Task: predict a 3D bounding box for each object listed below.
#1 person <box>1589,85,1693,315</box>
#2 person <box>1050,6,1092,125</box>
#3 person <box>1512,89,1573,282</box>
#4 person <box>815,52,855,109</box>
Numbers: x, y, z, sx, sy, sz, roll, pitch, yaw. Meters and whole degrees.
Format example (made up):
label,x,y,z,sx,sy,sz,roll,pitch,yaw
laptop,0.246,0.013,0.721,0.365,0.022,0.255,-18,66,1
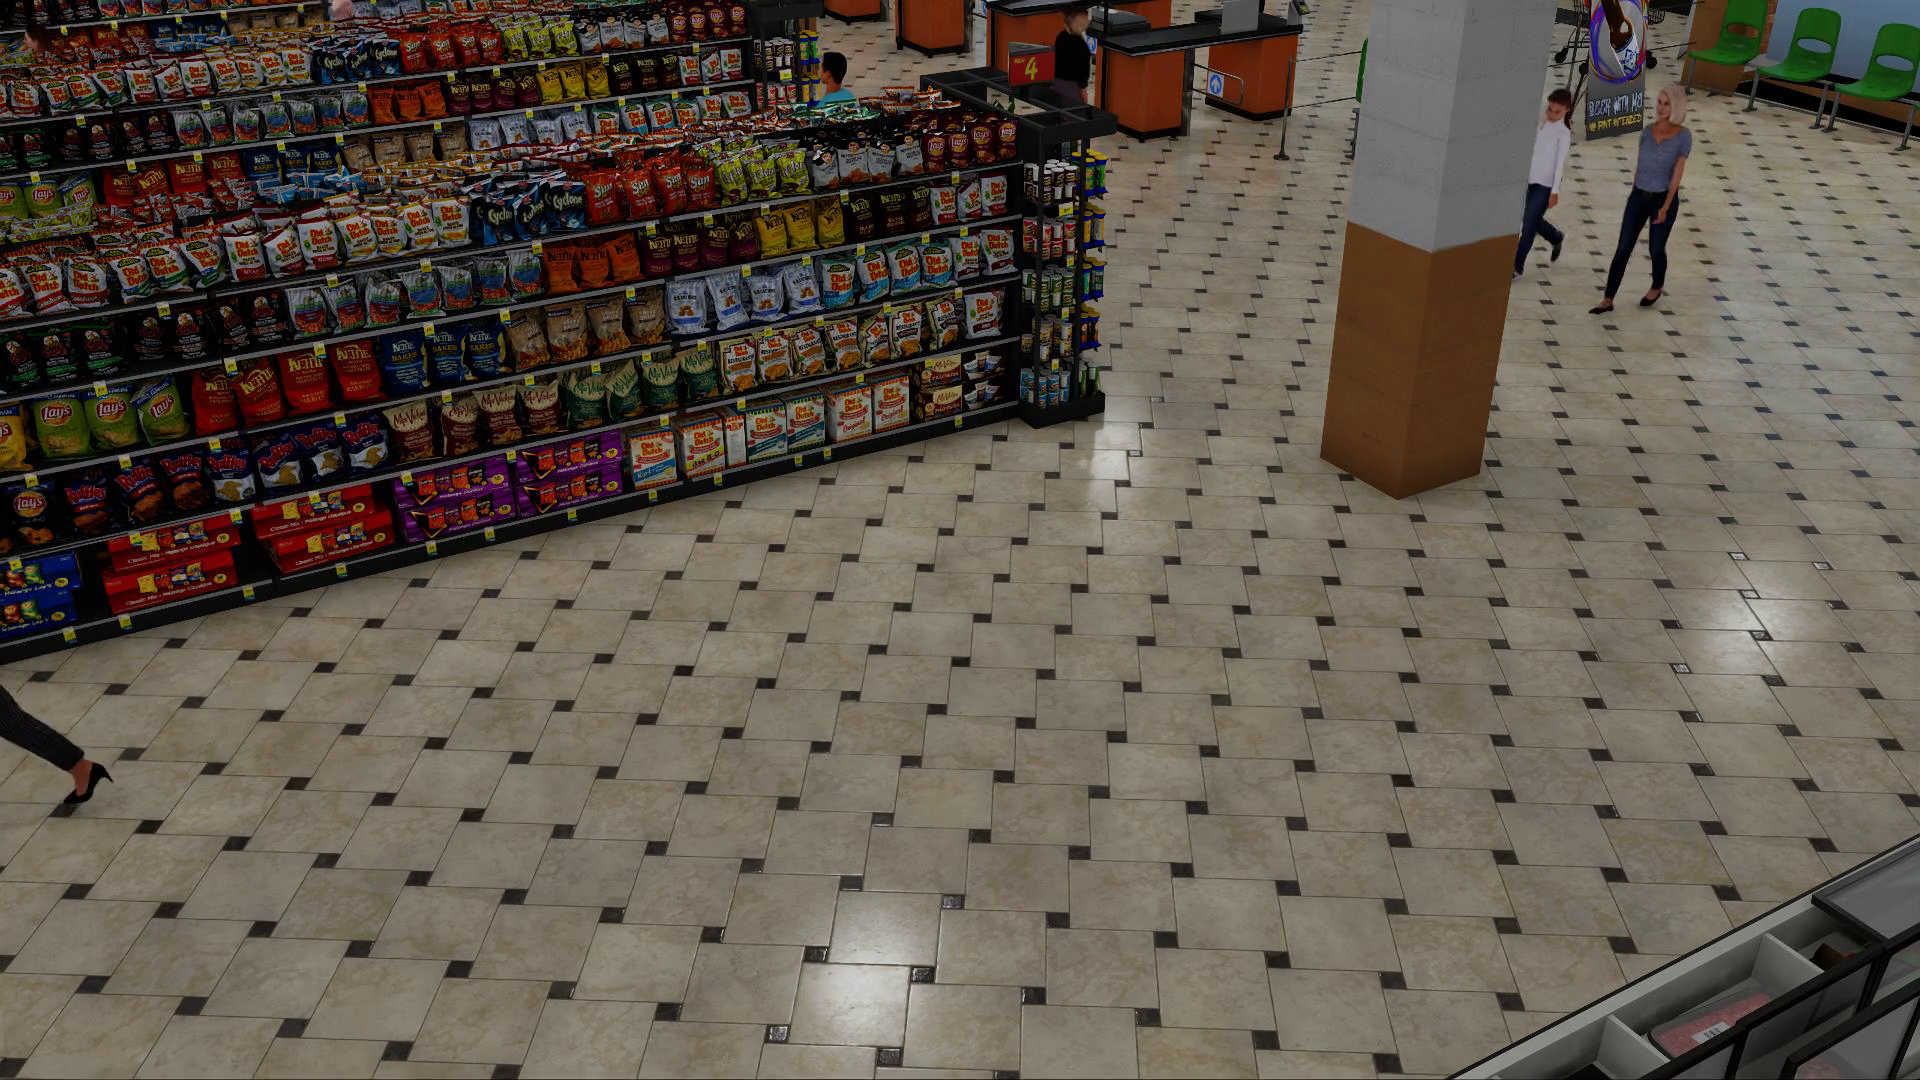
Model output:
label,x,y,z,sx,sy,sz,roll,pitch,yaw
person,5.248,-2.533,12.475,1.029,1.693,0.689,-22,36,-35
person,0.953,-4.087,15.358,0.557,1.659,0.682,-24,37,-37
person,4.666,-2.806,13.147,0.937,1.529,0.567,-13,31,-22
person,-0.966,-2.954,13.161,0.749,1.776,0.658,11,31,20
